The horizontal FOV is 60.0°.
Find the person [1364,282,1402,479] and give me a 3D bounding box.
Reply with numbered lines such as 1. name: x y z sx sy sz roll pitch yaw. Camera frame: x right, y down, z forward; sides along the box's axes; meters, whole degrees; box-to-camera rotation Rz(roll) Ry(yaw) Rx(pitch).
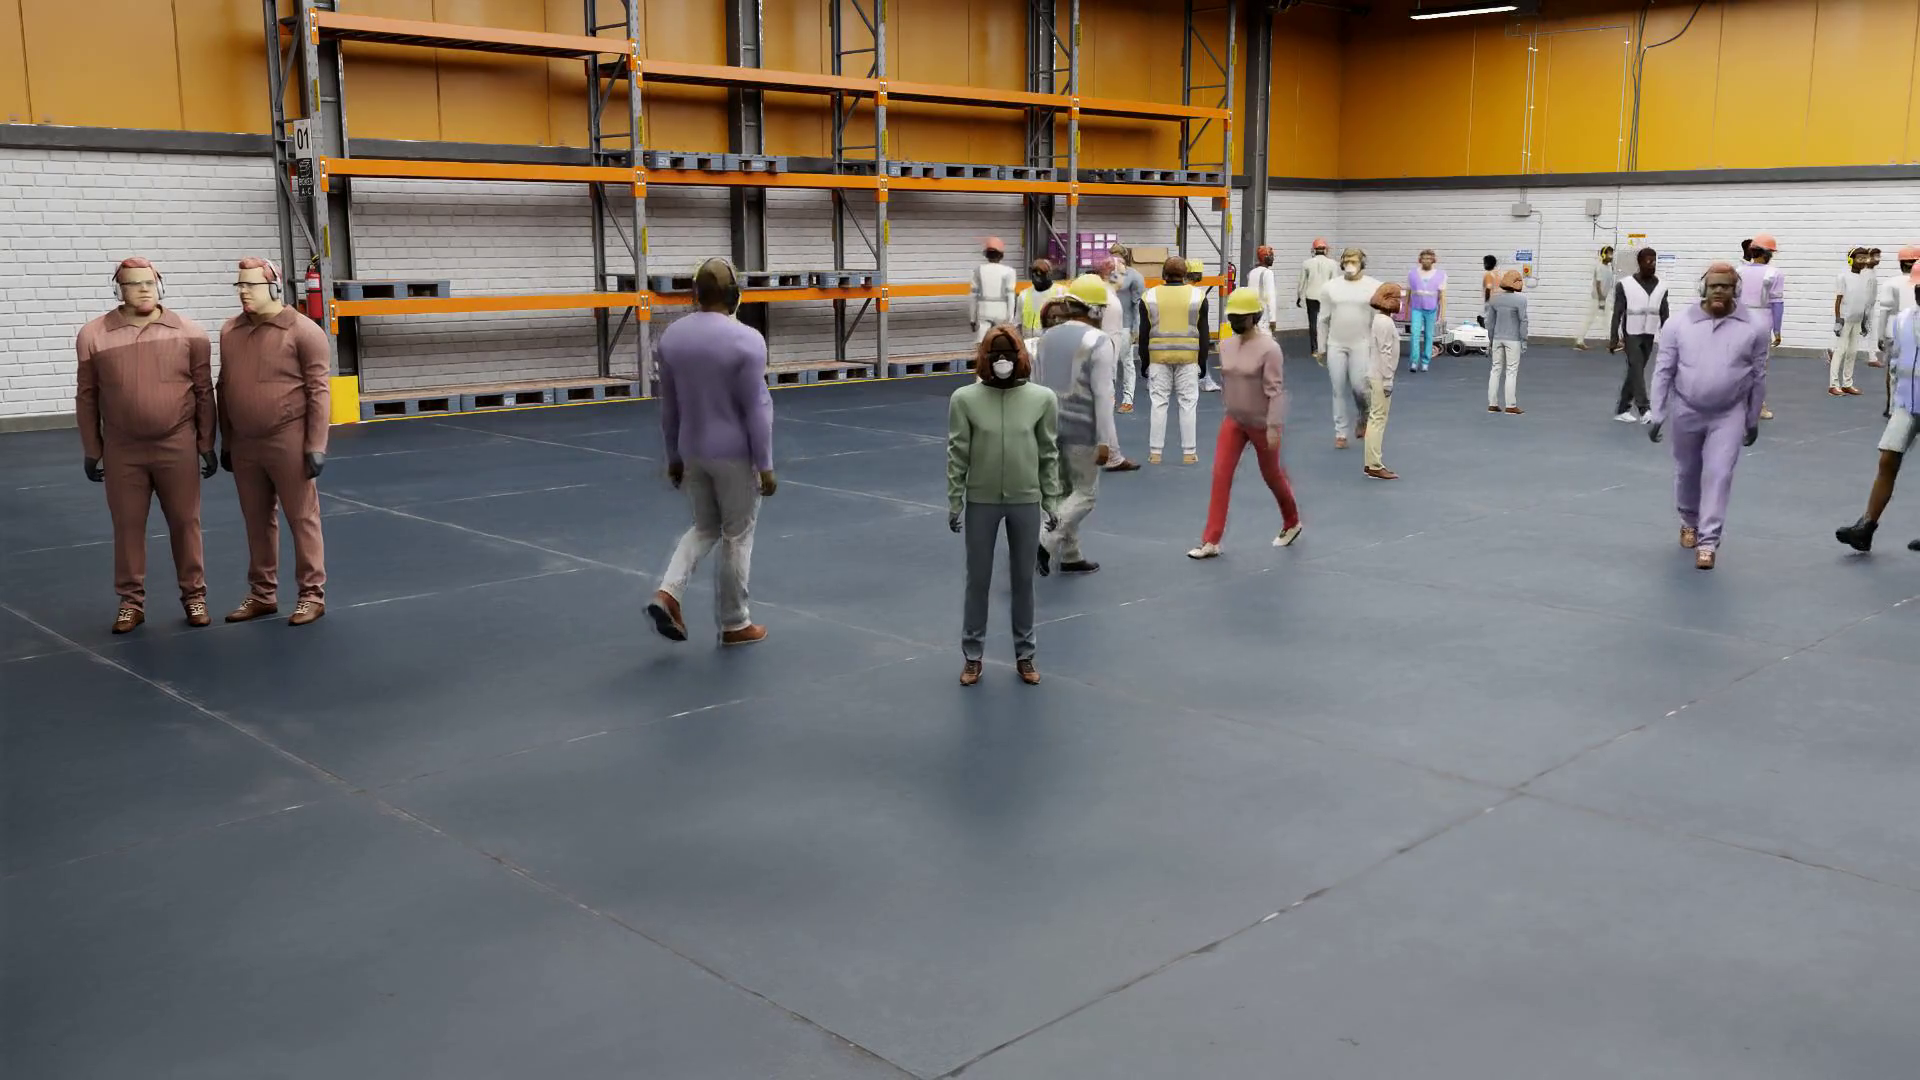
1. person: 3.545 -1.329 13.902 0.287 1.634 0.497 1 10 8

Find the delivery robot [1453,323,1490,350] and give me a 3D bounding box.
1. delivery robot: 8.615 -3.380 27.777 0.707 0.478 0.477 7 12 33

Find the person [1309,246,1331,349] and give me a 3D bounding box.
1. person: 6.377 -4.287 29.417 0.596 1.855 0.604 1 10 6

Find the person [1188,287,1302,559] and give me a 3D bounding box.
1. person: 1.879 -0.754 10.566 0.970 1.707 0.532 -10 14 -43

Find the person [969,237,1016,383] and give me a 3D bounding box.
1. person: 0.405 -2.886 21.387 0.618 2.011 0.985 3 11 14

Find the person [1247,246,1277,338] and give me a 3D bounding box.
1. person: 3.996 -2.932 21.964 0.355 1.883 0.573 -4 11 -21

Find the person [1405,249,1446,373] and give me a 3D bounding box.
1. person: 6.830 -3.353 24.449 0.592 1.801 0.905 3 11 18

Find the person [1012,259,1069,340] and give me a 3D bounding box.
1. person: 0.741 -1.783 15.941 0.657 1.788 0.965 8 13 36

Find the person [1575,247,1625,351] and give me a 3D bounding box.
1. person: 11.264 -4.212 29.120 0.546 1.819 0.975 -10 14 -42

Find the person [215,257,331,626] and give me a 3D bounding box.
1. person: -3.594 -0.505 8.659 0.636 1.911 0.405 3 11 14

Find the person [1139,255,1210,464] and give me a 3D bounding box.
1. person: 1.894 -1.589 14.746 0.625 1.847 0.429 1 10 8

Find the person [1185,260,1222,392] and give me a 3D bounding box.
1. person: 2.935 -2.753 21.456 0.948 1.710 0.509 4 11 22

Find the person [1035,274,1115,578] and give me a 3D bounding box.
1. person: 0.617 -0.640 9.677 0.643 1.804 0.634 -8 13 -39

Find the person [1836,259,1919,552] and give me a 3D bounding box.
1. person: 6.010 -0.834 10.482 0.947 1.892 0.574 -5 12 -27

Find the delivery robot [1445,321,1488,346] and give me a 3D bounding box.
1. delivery robot: 8.621 -3.485 28.350 0.707 0.478 0.477 -1 10 -5

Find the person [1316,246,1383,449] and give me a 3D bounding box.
1. person: 3.724 -1.834 15.869 0.632 1.923 0.530 5 11 24

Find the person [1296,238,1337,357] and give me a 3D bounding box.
1. person: 5.999 -4.078 27.998 0.642 1.950 0.887 1 10 5

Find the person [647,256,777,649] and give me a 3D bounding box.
1. person: -1.196 -0.395 8.018 0.634 1.923 0.573 7 13 34

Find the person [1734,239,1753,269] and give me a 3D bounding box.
1. person: 13.055 -4.029 27.715 0.362 1.963 0.613 9 14 42

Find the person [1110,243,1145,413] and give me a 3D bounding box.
1. person: 1.804 -2.414 18.996 0.630 1.937 0.373 9 13 39

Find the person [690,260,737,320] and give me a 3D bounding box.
1. person: -2.033 -1.489 14.295 0.630 1.812 0.600 -4 11 -18

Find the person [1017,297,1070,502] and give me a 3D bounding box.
1. person: 0.587 -0.704 10.480 0.512 1.639 0.312 -1 10 -7

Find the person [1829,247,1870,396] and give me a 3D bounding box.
1. person: 11.305 -2.763 21.079 0.514 1.872 0.328 -4 11 -20

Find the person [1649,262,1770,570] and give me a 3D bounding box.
1. person: 4.684 -0.804 10.431 0.646 1.868 0.988 5 12 26

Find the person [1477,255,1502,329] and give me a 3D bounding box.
1. person: 9.470 -4.253 29.778 0.616 1.671 0.655 -9 14 -42

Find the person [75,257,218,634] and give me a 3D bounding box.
1. person: -4.157 -0.483 8.531 0.651 1.913 0.409 -4 11 -22

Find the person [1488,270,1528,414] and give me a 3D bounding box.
1. person: 6.230 -2.249 18.916 0.265 1.632 0.508 -7 13 -35

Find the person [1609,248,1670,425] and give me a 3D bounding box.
1. person: 7.348 -2.164 17.776 0.619 1.876 0.937 -3 11 -14

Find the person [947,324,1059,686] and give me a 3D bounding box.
1. person: 0.194 -0.154 7.494 0.507 1.632 0.272 -1 10 -3

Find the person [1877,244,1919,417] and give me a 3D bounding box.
1. person: 10.401 -2.284 18.306 0.560 1.927 0.523 3 11 14

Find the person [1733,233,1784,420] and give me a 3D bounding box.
1. person: 8.767 -2.349 18.343 0.394 2.042 0.611 -8 13 -38

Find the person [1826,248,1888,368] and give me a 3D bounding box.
1. person: 13.909 -3.582 25.654 0.521 1.838 0.849 -8 13 -38

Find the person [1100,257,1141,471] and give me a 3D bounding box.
1. person: 1.159 -1.450 14.027 0.845 1.844 0.666 -2 11 -12
